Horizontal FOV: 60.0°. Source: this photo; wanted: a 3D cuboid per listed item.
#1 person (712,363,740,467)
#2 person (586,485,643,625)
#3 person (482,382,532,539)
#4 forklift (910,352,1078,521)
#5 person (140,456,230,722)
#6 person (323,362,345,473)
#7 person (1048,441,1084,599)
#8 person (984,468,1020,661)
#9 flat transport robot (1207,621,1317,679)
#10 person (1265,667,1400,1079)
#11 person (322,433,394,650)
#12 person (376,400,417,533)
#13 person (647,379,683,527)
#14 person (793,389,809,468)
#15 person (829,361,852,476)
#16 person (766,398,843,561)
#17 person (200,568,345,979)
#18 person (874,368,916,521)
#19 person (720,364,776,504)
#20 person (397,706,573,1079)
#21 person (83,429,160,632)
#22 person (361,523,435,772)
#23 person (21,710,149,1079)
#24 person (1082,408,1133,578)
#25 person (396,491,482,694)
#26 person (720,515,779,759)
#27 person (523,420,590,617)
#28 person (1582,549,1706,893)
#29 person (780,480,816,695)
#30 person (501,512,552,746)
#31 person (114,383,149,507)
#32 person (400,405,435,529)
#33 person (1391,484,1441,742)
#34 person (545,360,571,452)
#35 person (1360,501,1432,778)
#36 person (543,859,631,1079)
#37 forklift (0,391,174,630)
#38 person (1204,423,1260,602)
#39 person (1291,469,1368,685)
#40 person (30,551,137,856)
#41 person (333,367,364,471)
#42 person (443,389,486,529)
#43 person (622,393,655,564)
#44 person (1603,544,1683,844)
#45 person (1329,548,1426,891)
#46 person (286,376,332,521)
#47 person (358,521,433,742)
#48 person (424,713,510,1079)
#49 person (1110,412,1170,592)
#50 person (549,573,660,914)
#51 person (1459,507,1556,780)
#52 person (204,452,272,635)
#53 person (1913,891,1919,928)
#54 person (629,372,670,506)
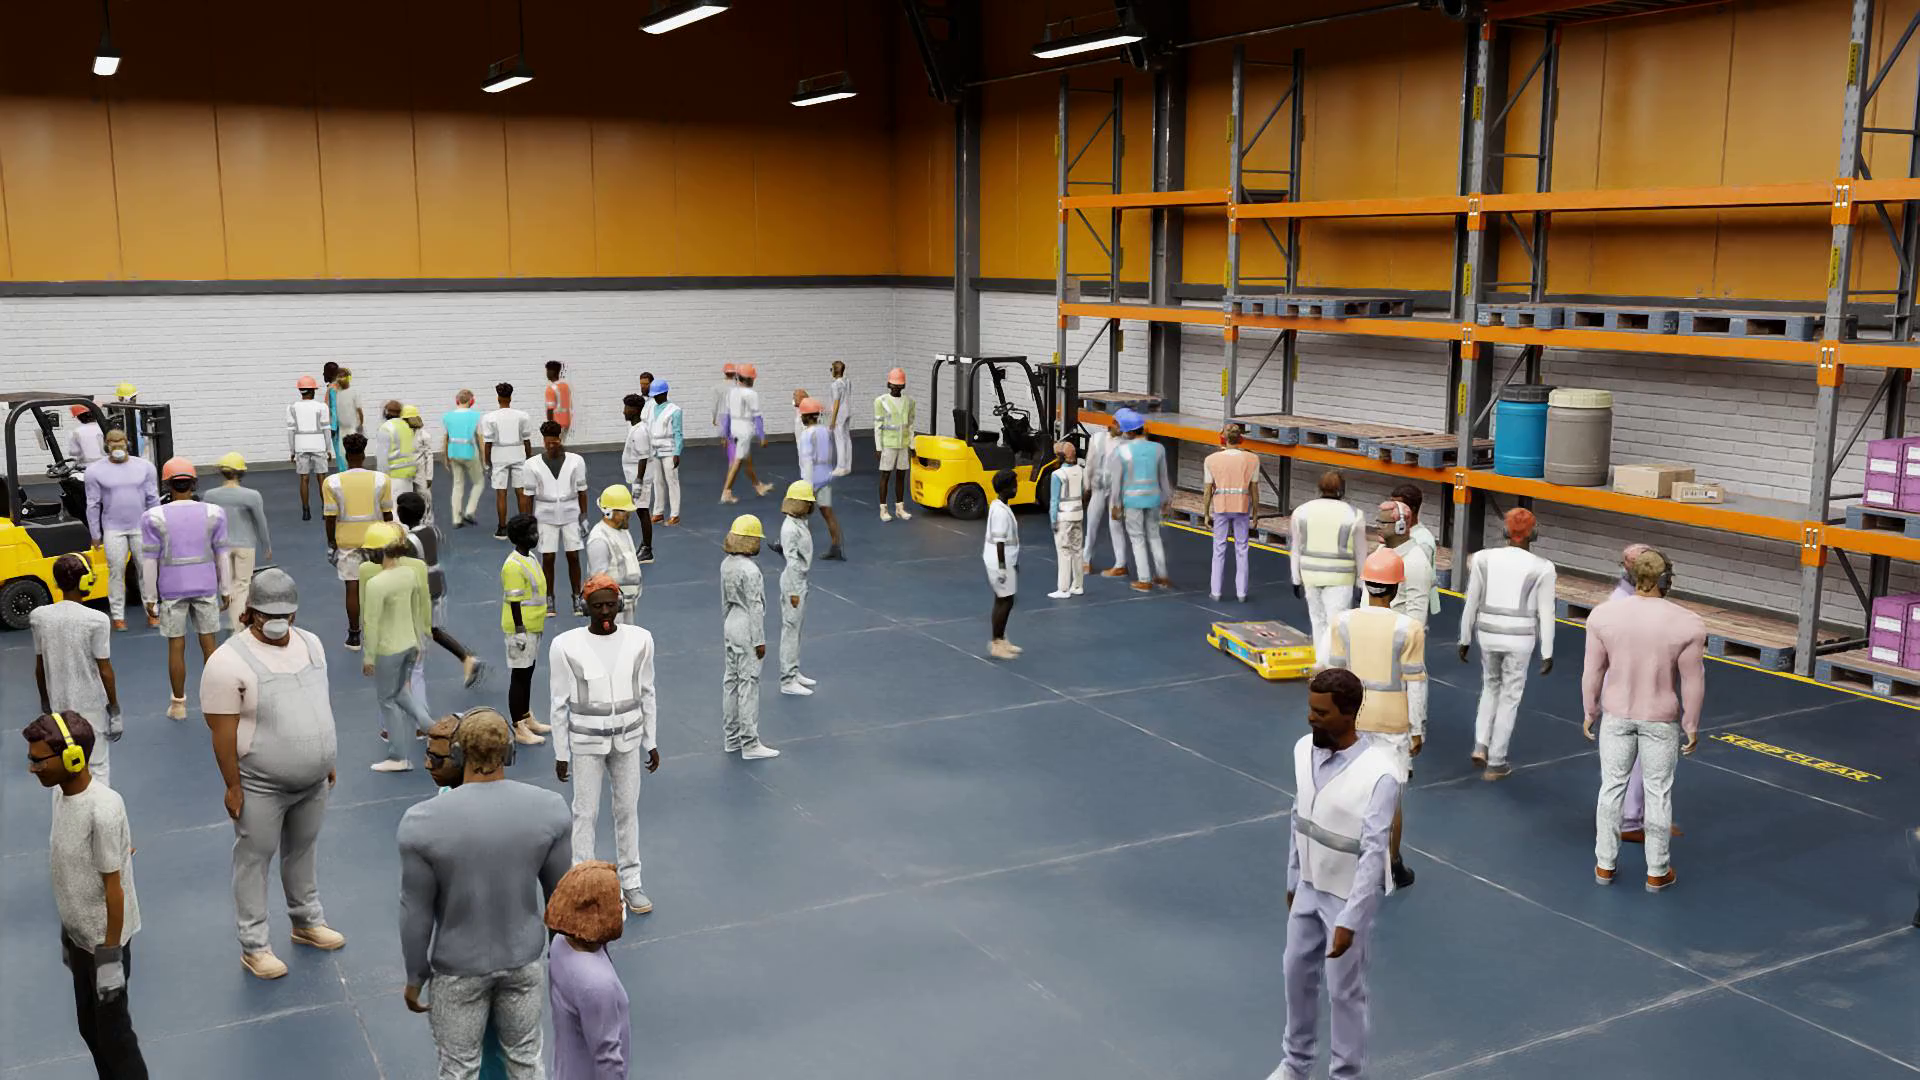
[{"bbox_3d":[-3.873,-2.092,27.795,0.590,1.720,0.791,-5,11,-25],"label":"person"},{"bbox_3d":[-2.647,0.474,12.791,0.403,1.817,0.601,1,10,6],"label":"person"},{"bbox_3d":[-5.643,-0.987,20.758,0.602,1.966,0.368,-5,11,-27],"label":"person"},{"bbox_3d":[0.460,-1.461,22.833,2.313,2.155,1.214,-5,11,-28],"label":"forklift"},{"bbox_3d":[-5.916,0.375,12.743,0.611,2.032,0.411,-7,12,-34],"label":"person"},{"bbox_3d":[-9.468,-1.753,25.302,0.390,1.920,0.587,-2,10,-11],"label":"person"},{"bbox_3d":[1.109,-0.204,17.219,0.313,1.637,0.515,8,13,40],"label":"person"},{"bbox_3d":[0.370,0.203,14.708,0.321,1.693,0.578,0,10,-1],"label":"person"},{"bbox_3d":[2.725,0.935,14.567,0.652,0.197,1.431,-2,10,-12],"label":"flat transport robot"},{"bbox_3d":[1.529,1.459,6.844,0.459,1.915,0.608,-5,11,-26],"label":"person"},{"bbox_3d":[-5.407,0.013,15.002,0.608,1.965,0.370,-5,11,-25],"label":"person"},{"bbox_3d":[-6.755,-0.765,19.959,0.435,1.809,0.686,3,10,17],"label":"person"},{"bbox_3d":[-3.881,-1.142,21.735,0.602,1.938,0.400,7,12,34],"label":"person"},{"bbox_3d":[-2.247,-1.342,23.790,0.278,1.627,0.505,-3,10,-14],"label":"person"},{"bbox_3d":[-1.921,-1.948,26.640,0.345,1.847,0.506,5,11,25],"label":"person"},{"bbox_3d":[-1.788,-0.703,19.333,0.980,1.886,0.552,5,11,28],"label":"person"},{"bbox_3d":[-3.379,1.134,8.337,0.536,2.000,0.683,5,11,26],"label":"person"},{"bbox_3d":[-0.846,-1.270,22.177,0.609,2.040,0.395,-6,11,-31],"label":"person"},{"bbox_3d":[-3.050,-1.524,23.798,1.072,1.979,0.627,-9,13,-43],"label":"person"},{"bbox_3d":[-1.740,1.567,6.175,0.639,1.928,0.375,-5,11,-28],"label":"person"},{"bbox_3d":[-7.897,-0.094,15.736,0.633,1.931,0.364,-7,12,-34],"label":"person"},{"bbox_3d":[-3.869,0.747,11.411,0.441,1.750,0.529,2,10,11],"label":"person"},{"bbox_3d":[-3.361,1.562,6.422,0.526,1.856,0.346,9,13,42],"label":"person"},{"bbox_3d":[1.648,-0.528,18.346,0.651,1.888,0.431,6,11,30],"label":"person"},{"bbox_3d":[-4.271,0.434,13.399,0.676,1.675,0.538,2,10,11],"label":"person"},{"bbox_3d":[-1.512,0.681,11.820,0.305,1.737,0.484,-7,12,-35],"label":"person"},{"bbox_3d":[-3.957,-0.212,16.339,0.621,1.952,0.384,-3,10,-18],"label":"person"},{"bbox_3d":[3.826,1.010,9.352,0.635,1.934,0.351,6,11,29],"label":"person"},{"bbox_3d":[-1.312,0.378,13.548,0.322,1.741,0.489,1,10,3],"label":"person"},{"bbox_3d":[-3.175,0.640,12.162,0.319,1.699,0.533,0,10,-1],"label":"person"},{"bbox_3d":[-11.151,-1.212,22.449,0.404,1.829,0.591,-7,12,-36],"label":"person"},{"bbox_3d":[-6.615,-0.770,20.153,0.493,1.742,0.322,4,11,20],"label":"person"},{"bbox_3d":[3.293,0.536,12.168,0.394,1.910,0.591,-1,10,-4],"label":"person"},{"bbox_3d":[-6.095,-1.781,25.406,0.581,1.949,0.604,3,10,17],"label":"person"},{"bbox_3d":[2.922,0.680,11.335,0.408,1.908,0.643,-2,10,-12],"label":"person"},{"bbox_3d":[-1.196,1.836,5.462,0.276,1.633,0.507,-5,11,-28],"label":"person"},{"bbox_3d":[-9.026,-0.363,16.508,1.214,2.155,2.313,6,11,29],"label":"forklift"},{"bbox_3d":[2.767,-0.267,16.996,0.560,1.836,0.394,1,10,5],"label":"person"},{"bbox_3d":[3.015,0.326,13.651,0.633,1.816,0.828,6,11,30],"label":"person"},{"bbox_3d":[-5.125,0.990,9.694,0.512,1.861,0.324,1,10,8],"label":"person"},{"bbox_3d":[-9.209,-1.669,25.062,0.561,1.871,0.387,3,10,18],"label":"person"},{"bbox_3d":[-6.411,-1.048,21.581,0.629,1.800,0.511,2,10,9],"label":"person"},{"bbox_3d":[-3.706,-0.712,19.173,0.368,1.967,0.600,-2,10,-11],"label":"person"},{"bbox_3d":[4.121,0.933,10.041,0.419,1.857,0.713,7,12,36],"label":"person"},{"bbox_3d":[2.348,1.005,9.369,0.542,1.939,0.365,6,12,31],"label":"person"},{"bbox_3d":[-8.669,-1.221,22.204,0.545,1.933,0.376,-2,10,-11],"label":"person"},{"bbox_3d":[-4.123,0.667,12.192,0.498,1.633,0.278,-2,10,-13],"label":"person"},{"bbox_3d":[-1.895,1.563,6.430,0.345,1.846,0.508,-9,13,-43],"label":"person"},{"bbox_3d":[1.893,-0.400,17.543,0.647,1.913,0.430,-4,11,-20],"label":"person"},{"bbox_3d":[-1.902,1.107,8.944,0.580,1.883,0.352,-5,11,-28],"label":"person"},{"bbox_3d":[3.716,0.706,11.282,0.627,1.867,0.420,8,13,38],"label":"person"},{"bbox_3d":[-6.639,0.057,15.361,0.541,1.741,0.598,0,10,2],"label":"person"},{"bbox_3d":[5.307,1.143,8.637,0.391,1.923,0.548,-8,13,-39],"label":"person"},{"bbox_3d":[-4.330,-1.394,23.243,0.597,1.916,0.370,1,10,8],"label":"person"}]
